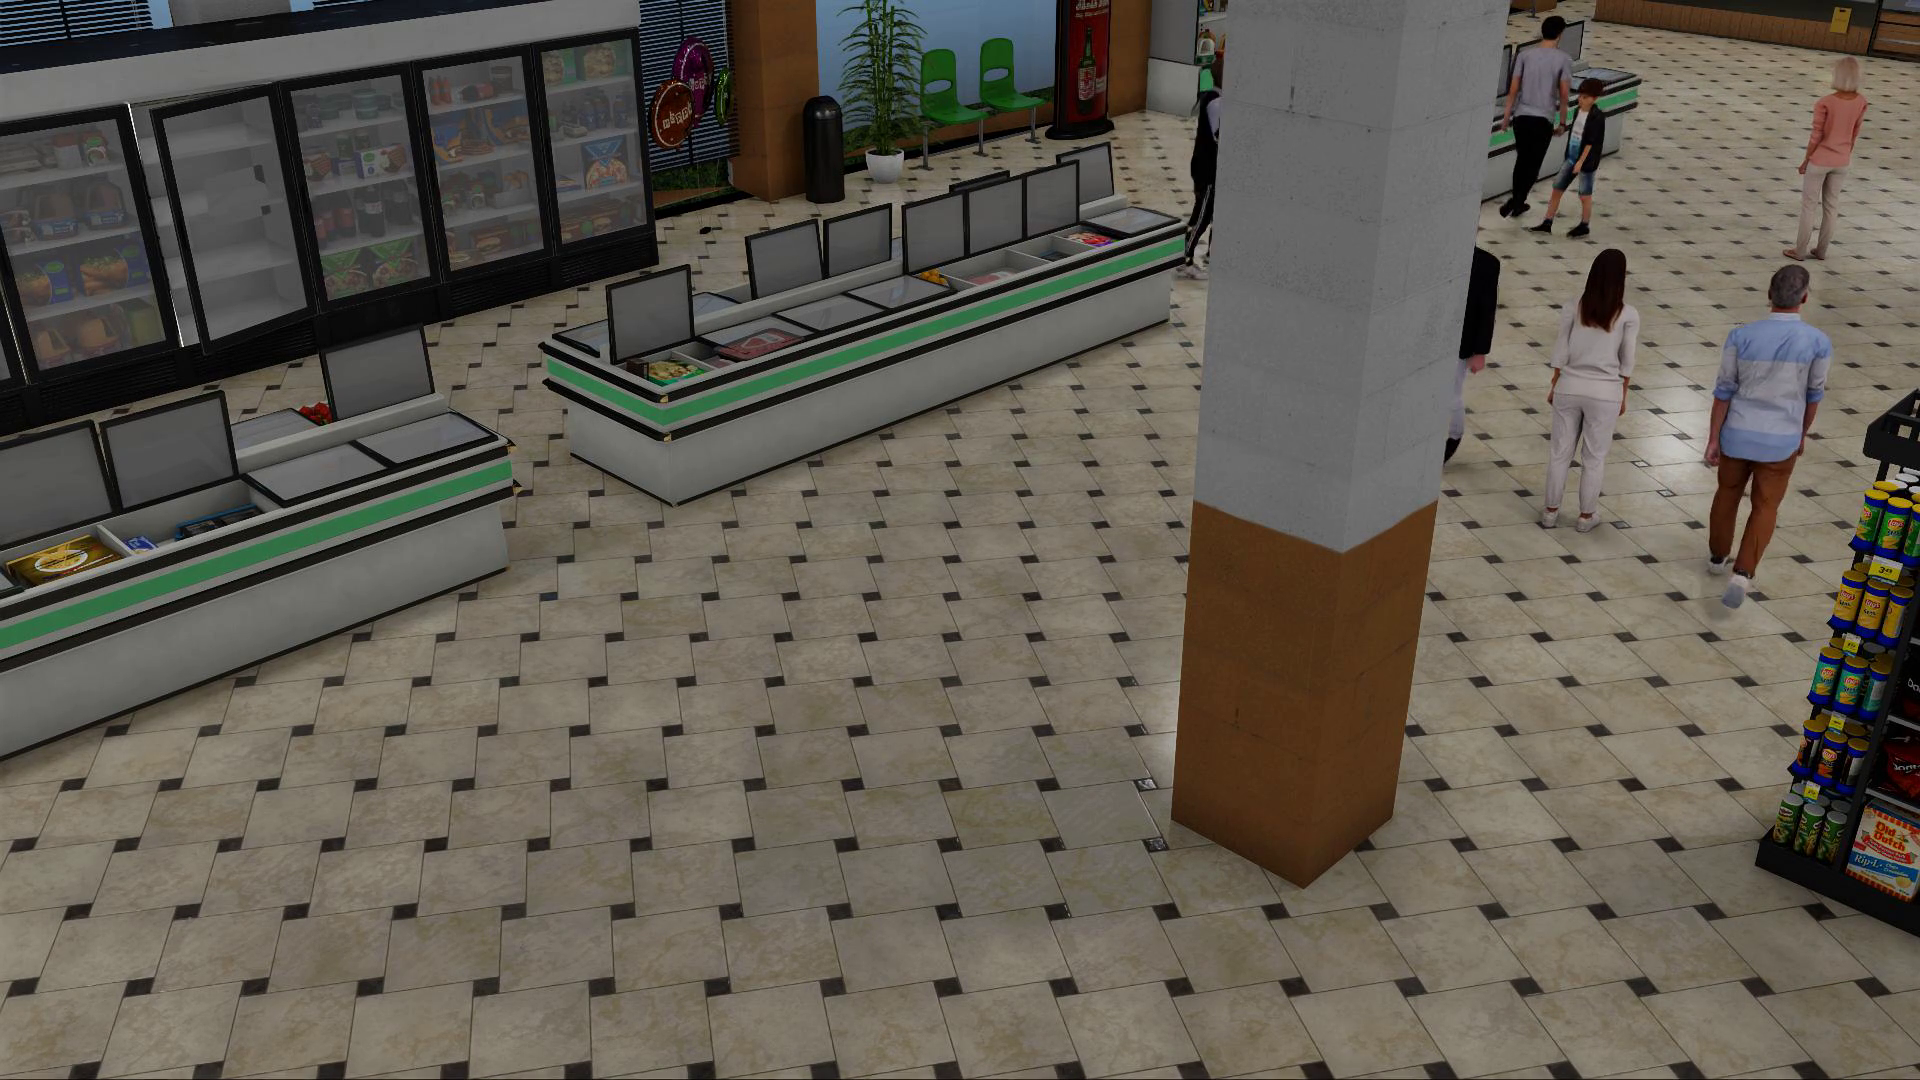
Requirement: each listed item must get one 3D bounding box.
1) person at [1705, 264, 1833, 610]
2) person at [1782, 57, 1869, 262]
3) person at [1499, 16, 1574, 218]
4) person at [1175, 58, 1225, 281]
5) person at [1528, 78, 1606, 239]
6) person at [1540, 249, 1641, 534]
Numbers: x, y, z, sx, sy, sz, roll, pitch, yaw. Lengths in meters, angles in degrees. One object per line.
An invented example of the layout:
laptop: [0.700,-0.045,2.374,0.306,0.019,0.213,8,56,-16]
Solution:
person: [4.205,-0.512,8.748,0.855,1.801,1.153,15,30,26]
person: [7.436,-3.257,14.244,0.657,1.724,0.740,-3,27,-5]
person: [5.208,-3.792,15.188,0.862,1.825,1.130,14,30,26]
person: [1.967,-3.060,13.762,0.946,1.811,0.883,5,27,11]
person: [5.595,-3.385,14.825,0.879,1.428,0.708,-11,29,-20]
person: [3.610,-0.852,9.542,0.660,1.688,0.637,13,30,24]
